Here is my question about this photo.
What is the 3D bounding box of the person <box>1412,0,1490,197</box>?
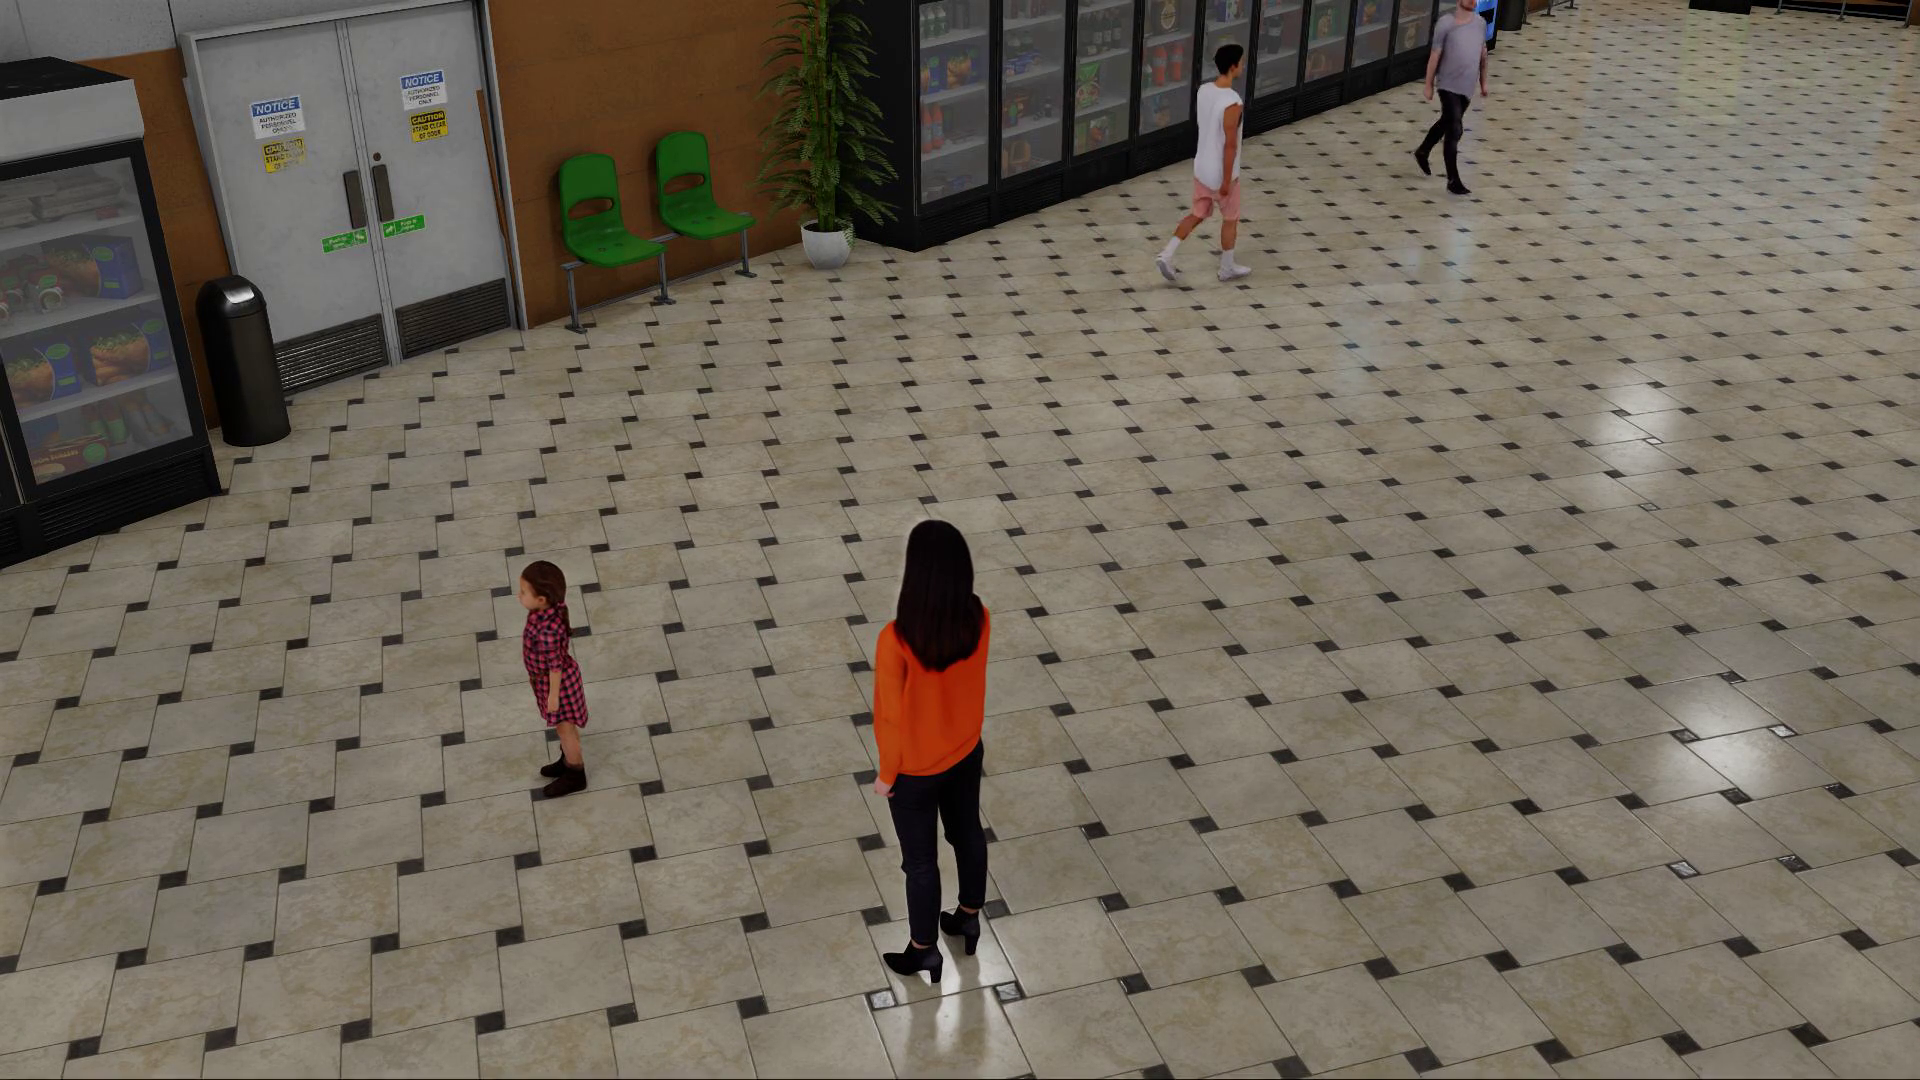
[{"bbox_3d":[4.369,-4.042,14.852,1.032,1.791,1.336,-12,29,-22],"label":"person"}]

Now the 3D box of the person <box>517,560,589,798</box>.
[{"bbox_3d":[-1.617,0.550,6.650,0.561,1.021,0.488,-7,28,-13],"label":"person"}]

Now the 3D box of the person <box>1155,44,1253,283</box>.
[{"bbox_3d":[1.820,-2.745,12.324,0.945,1.764,1.097,-15,30,-27],"label":"person"}]

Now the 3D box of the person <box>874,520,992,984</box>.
[{"bbox_3d":[-0.080,0.711,5.526,0.635,1.749,0.575,-24,35,-39],"label":"person"}]
